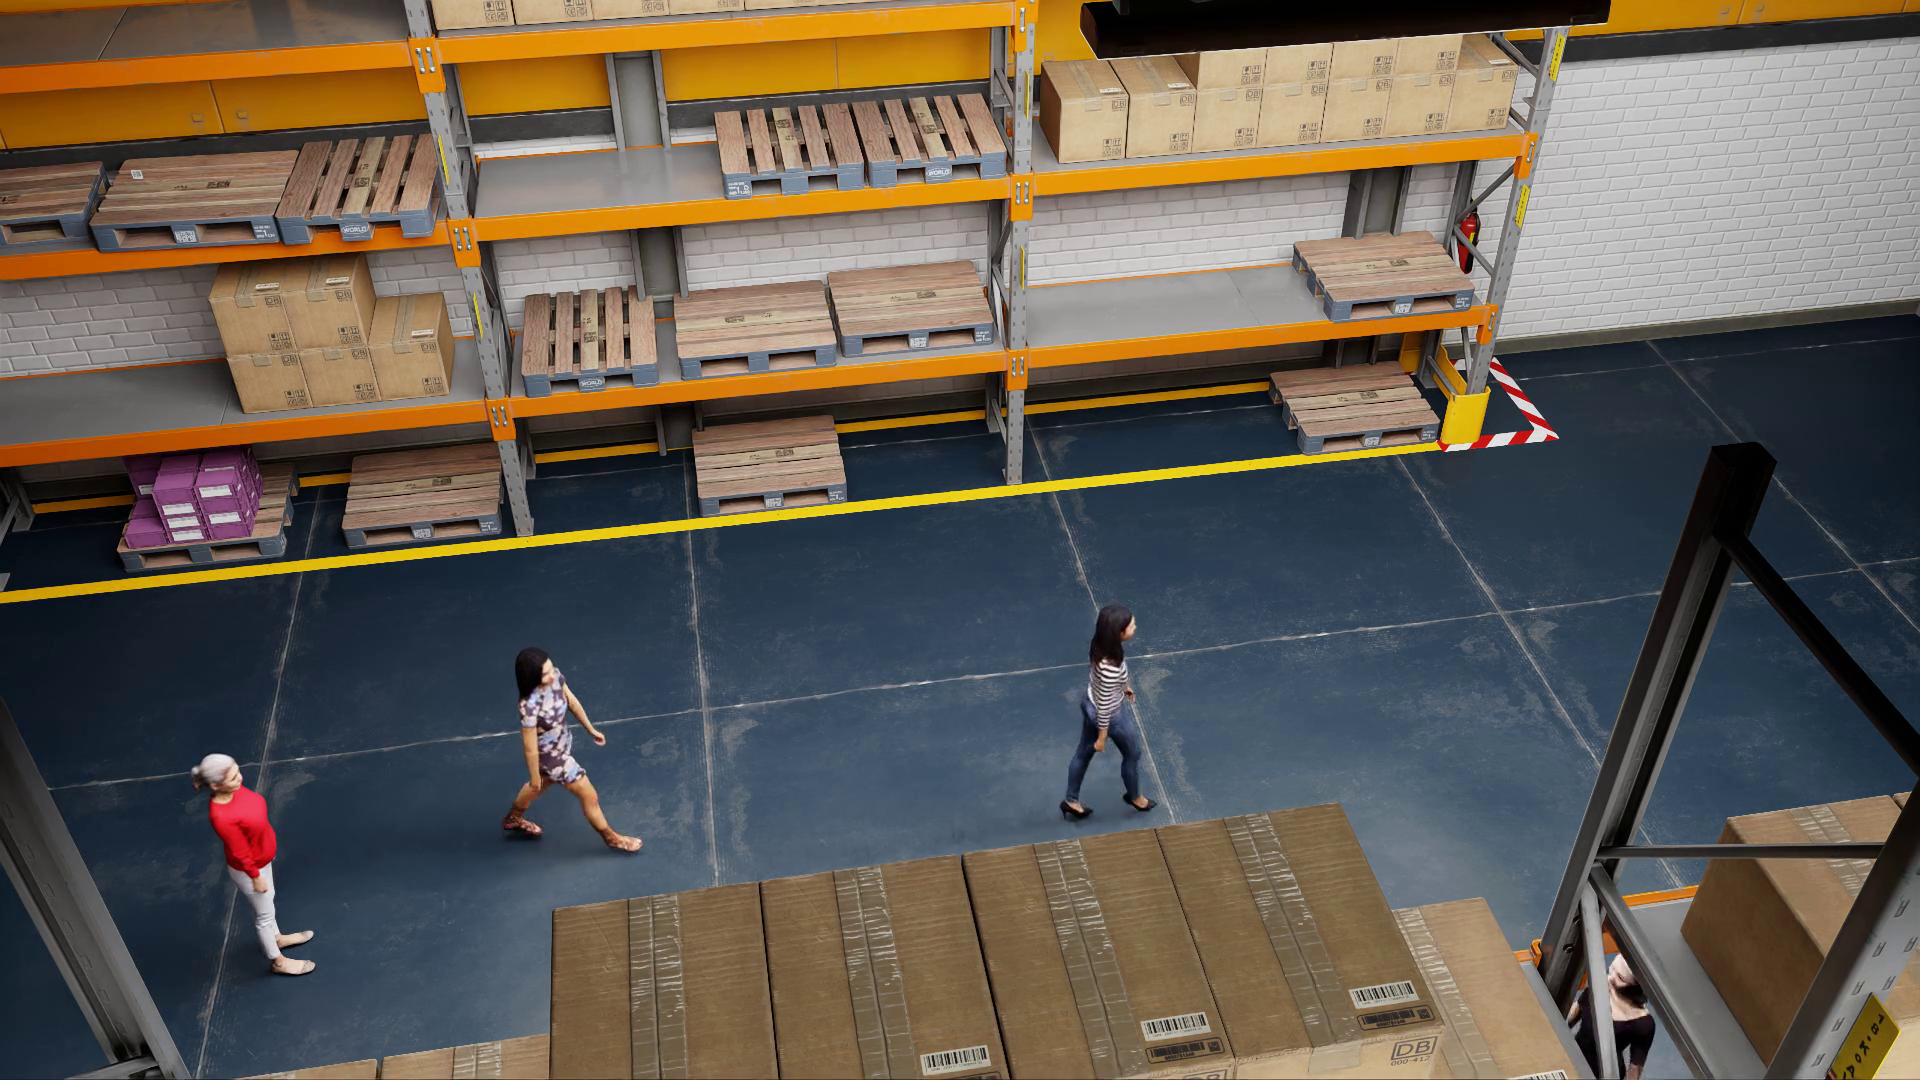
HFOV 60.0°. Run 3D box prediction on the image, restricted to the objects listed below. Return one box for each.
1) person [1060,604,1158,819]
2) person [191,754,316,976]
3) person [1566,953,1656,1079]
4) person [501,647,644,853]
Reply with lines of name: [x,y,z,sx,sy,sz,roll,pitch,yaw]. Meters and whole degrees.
person: [0.814,1.121,10.462,0.859,1.767,0.591,-7,39,-9]
person: [-4.089,1.863,9.590,0.556,1.697,0.567,-11,40,-13]
person: [3.321,2.674,8.480,0.742,1.814,0.665,-11,40,-13]
person: [-2.596,1.309,10.289,1.218,1.689,0.816,3,39,4]
